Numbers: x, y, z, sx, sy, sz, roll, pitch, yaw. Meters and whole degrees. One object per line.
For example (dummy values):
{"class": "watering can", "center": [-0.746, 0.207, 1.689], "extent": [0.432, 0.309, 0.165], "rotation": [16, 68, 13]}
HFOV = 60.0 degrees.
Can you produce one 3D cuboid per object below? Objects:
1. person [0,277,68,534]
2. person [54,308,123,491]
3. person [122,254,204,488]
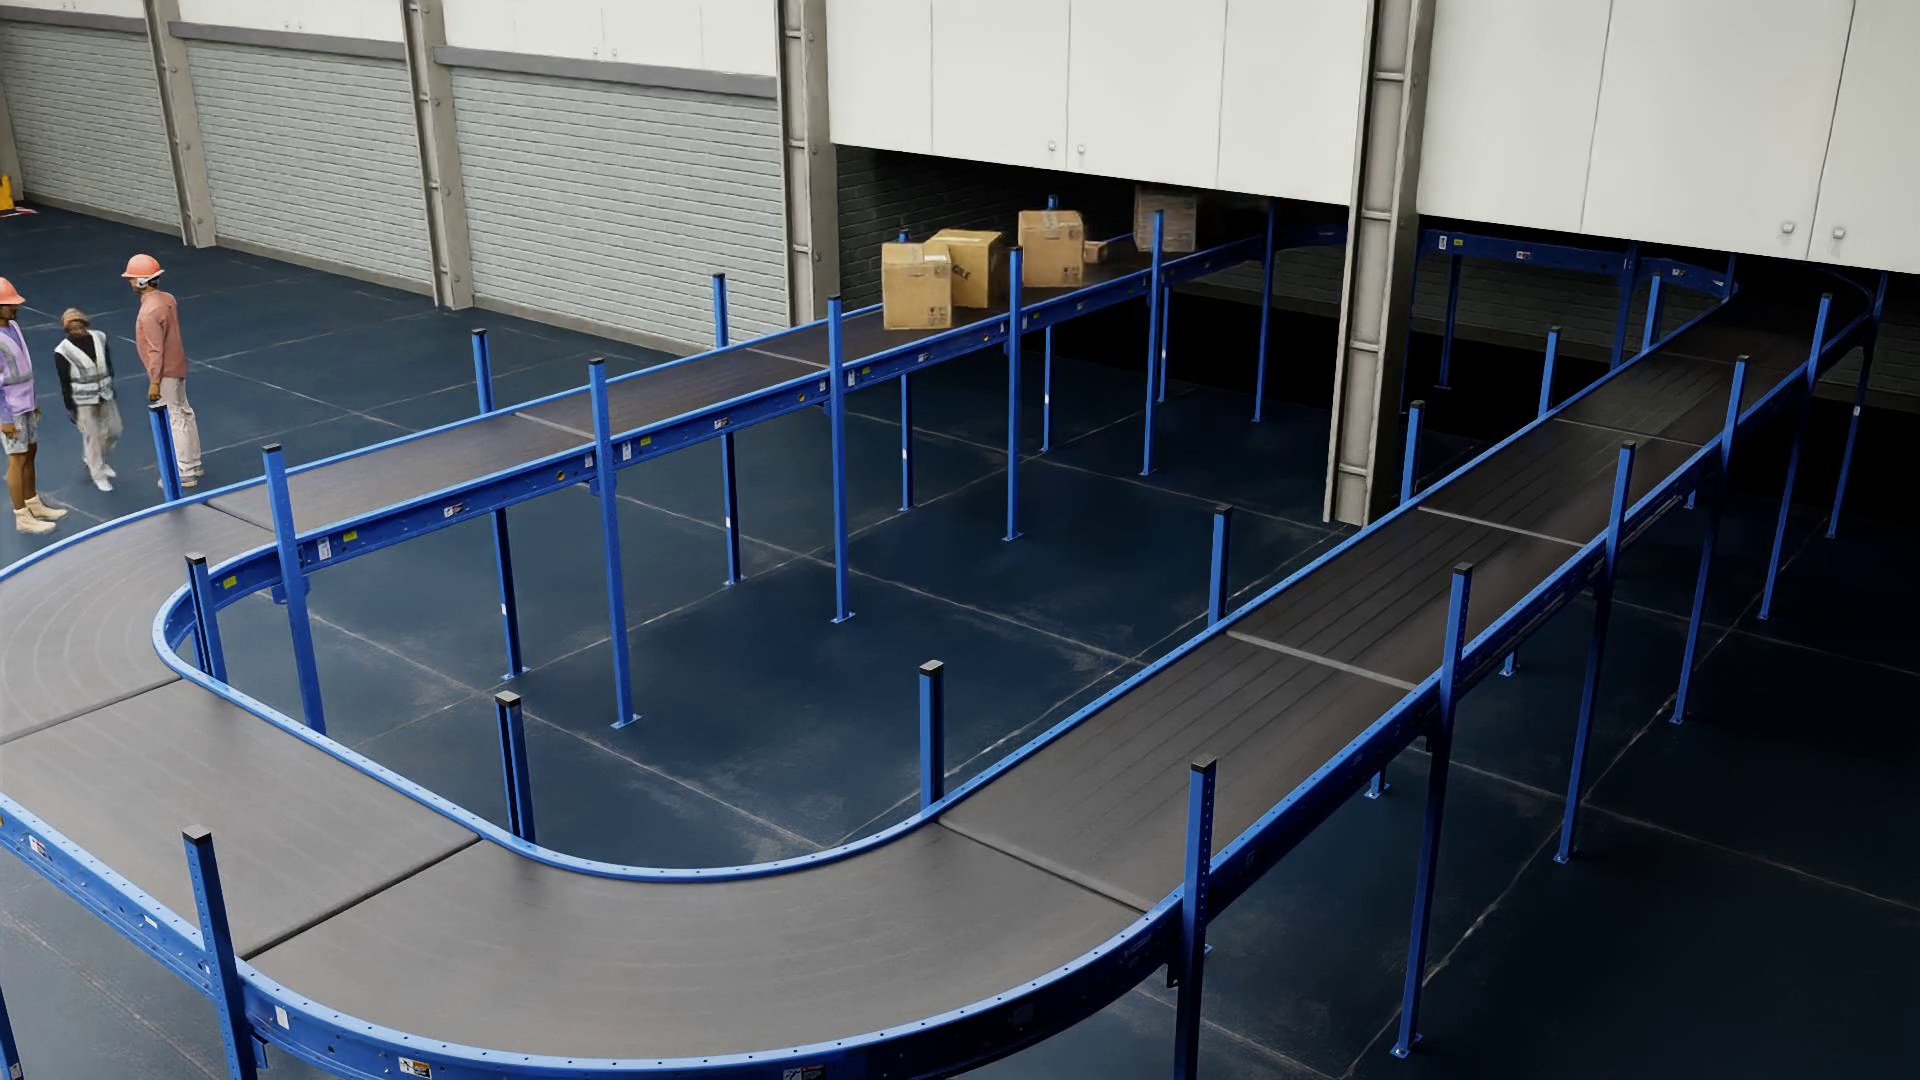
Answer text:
{"class": "person", "center": [-7.408, -1.063, 13.107], "extent": [0.391, 2.040, 0.615], "rotation": [-4, 22, -9]}
{"class": "person", "center": [-7.346, -1.187, 13.998], "extent": [0.551, 1.609, 0.556], "rotation": [9, 23, 22]}
{"class": "person", "center": [-6.752, -1.429, 14.101], "extent": [0.379, 1.996, 0.610], "rotation": [-3, 22, -8]}
